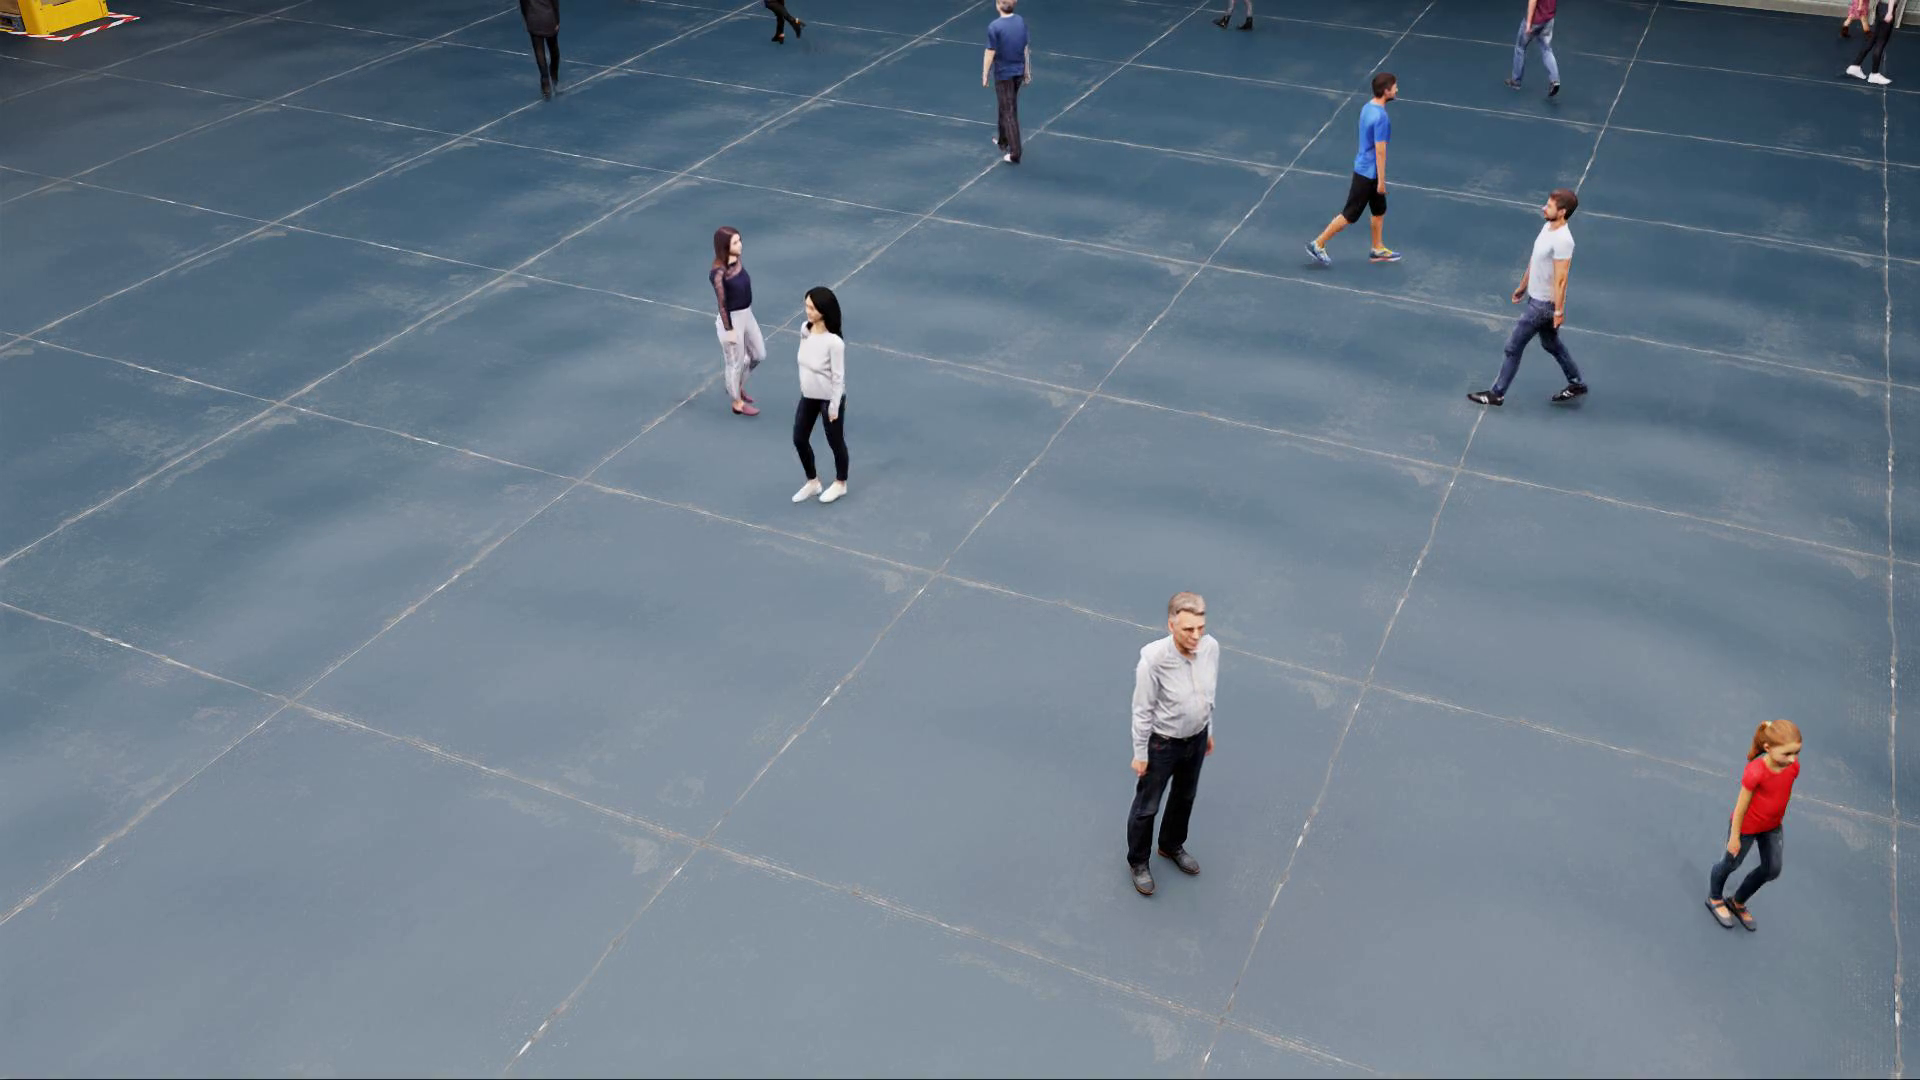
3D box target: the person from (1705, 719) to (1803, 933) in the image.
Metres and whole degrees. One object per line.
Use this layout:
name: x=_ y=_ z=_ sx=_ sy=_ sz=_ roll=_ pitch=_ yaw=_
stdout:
person: x=3.996 y=1.404 z=8.446 sx=0.602 sy=1.299 sz=0.671 roll=-7 pitch=33 yaw=-11

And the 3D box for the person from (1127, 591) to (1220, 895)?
person: x=1.105 y=1.013 z=8.579 sx=0.738 sy=1.818 sz=0.763 roll=-16 pitch=36 yaw=-23

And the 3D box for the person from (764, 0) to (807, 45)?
person: x=-2.347 y=-7.428 z=21.941 sx=0.942 sy=1.838 sz=0.729 roll=20 pitch=37 yaw=28

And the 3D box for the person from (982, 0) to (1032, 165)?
person: x=0.592 y=-5.016 z=18.112 sx=0.921 sy=1.844 sz=1.039 roll=-19 pitch=37 yaw=-28

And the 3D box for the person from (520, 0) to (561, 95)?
person: x=-5.090 y=-6.296 z=20.245 sx=1.119 sy=1.733 sz=1.138 roll=-9 pitch=33 yaw=-14

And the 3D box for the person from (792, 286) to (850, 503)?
person: x=-0.914 y=-1.055 z=11.976 sx=0.694 sy=1.692 sz=0.791 roll=27 pitch=41 yaw=36

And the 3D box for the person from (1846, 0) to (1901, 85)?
person: x=11.515 y=-6.599 z=20.714 sx=0.740 sy=1.745 sz=0.576 roll=15 pitch=35 yaw=22

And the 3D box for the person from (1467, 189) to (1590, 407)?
person: x=4.714 y=-1.874 z=13.142 sx=1.247 sy=1.834 sz=0.817 roll=6 pitch=33 yaw=9

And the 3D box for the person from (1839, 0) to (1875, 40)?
person: x=12.139 y=-7.278 z=22.488 sx=0.724 sy=1.002 sz=0.488 roll=10 pitch=34 yaw=15

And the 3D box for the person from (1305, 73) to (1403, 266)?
person: x=3.735 y=-3.428 z=15.606 sx=1.280 sy=1.832 sz=0.993 roll=-1 pitch=32 yaw=-1

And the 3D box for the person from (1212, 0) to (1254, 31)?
person: x=3.948 y=-7.629 z=22.798 sx=0.786 sy=1.263 sz=0.532 roll=17 pitch=36 yaw=25

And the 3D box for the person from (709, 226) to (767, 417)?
person: x=-1.819 y=-1.703 z=13.091 sx=0.592 sy=1.599 sz=0.620 roll=10 pitch=34 yaw=16

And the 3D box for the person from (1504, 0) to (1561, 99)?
person: x=7.091 y=-6.291 z=20.159 sx=1.140 sy=1.816 sz=1.202 roll=-10 pitch=34 yaw=-16
